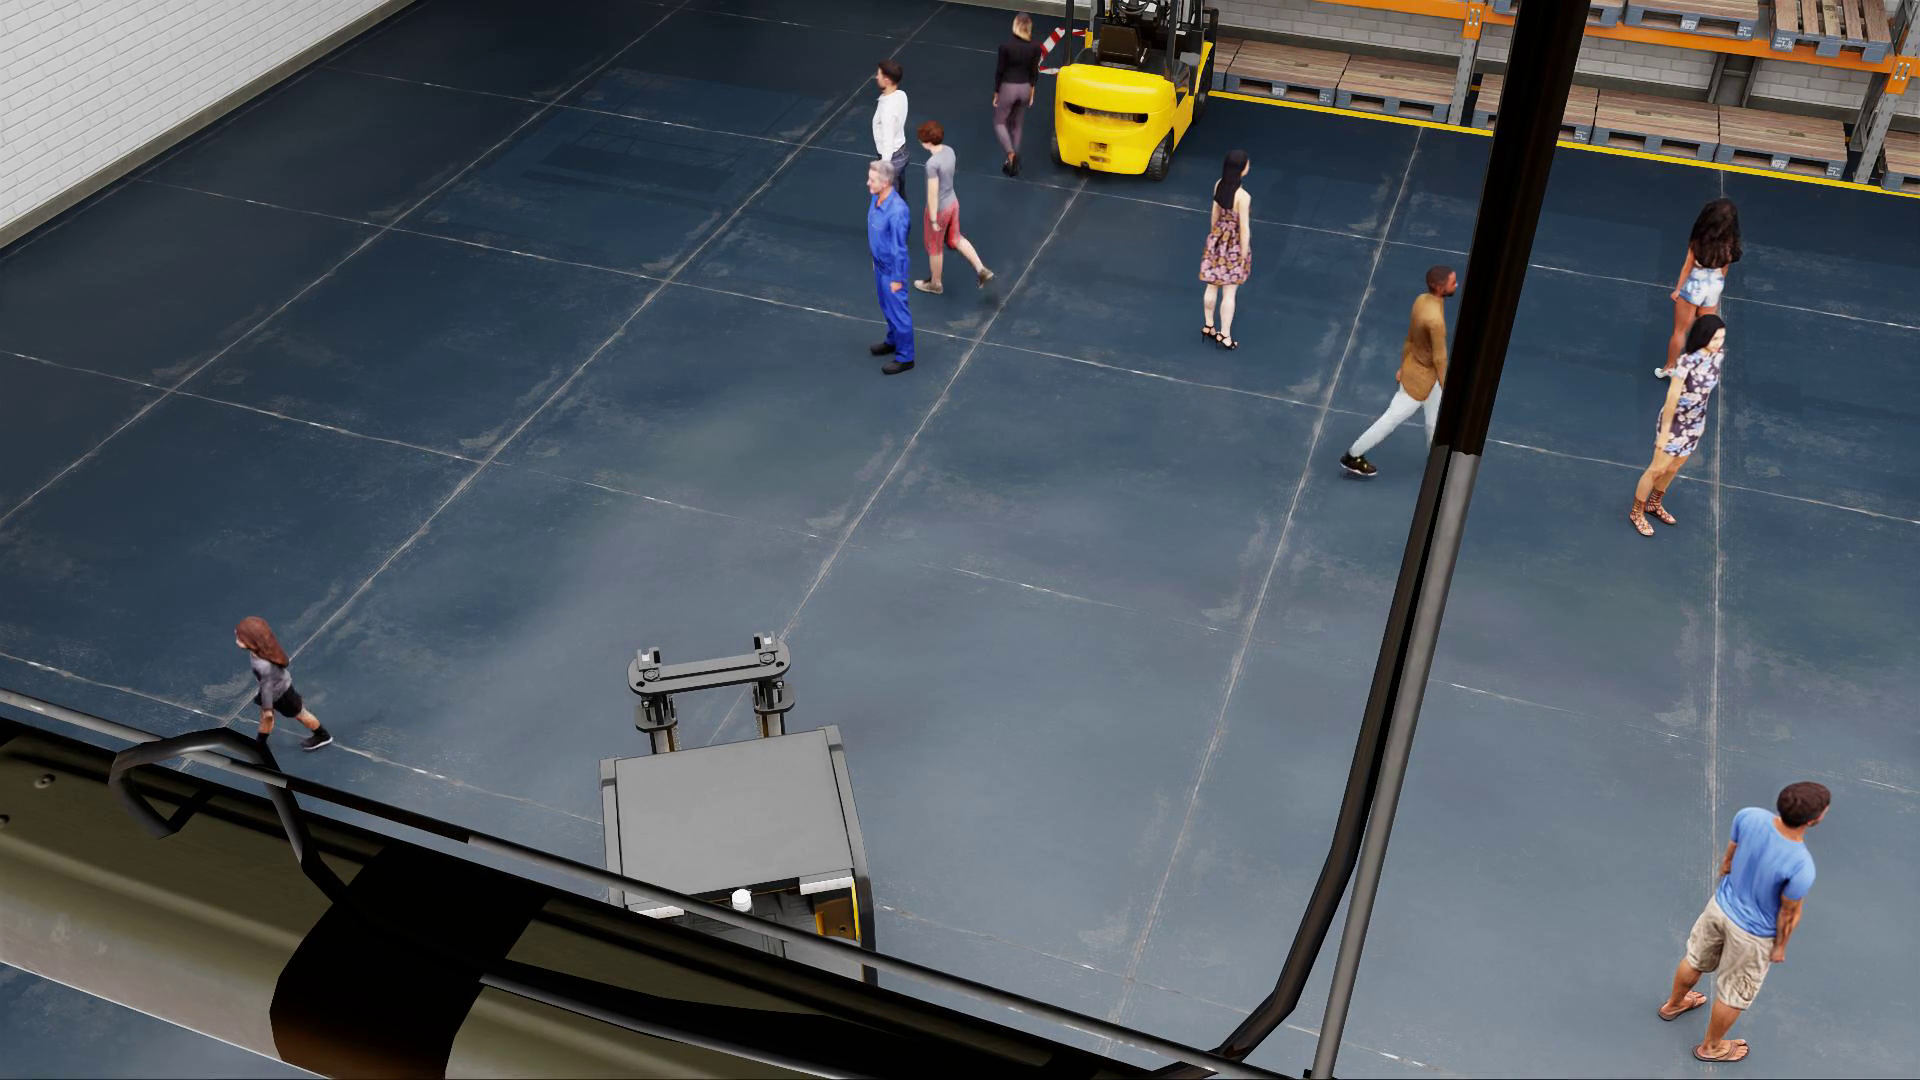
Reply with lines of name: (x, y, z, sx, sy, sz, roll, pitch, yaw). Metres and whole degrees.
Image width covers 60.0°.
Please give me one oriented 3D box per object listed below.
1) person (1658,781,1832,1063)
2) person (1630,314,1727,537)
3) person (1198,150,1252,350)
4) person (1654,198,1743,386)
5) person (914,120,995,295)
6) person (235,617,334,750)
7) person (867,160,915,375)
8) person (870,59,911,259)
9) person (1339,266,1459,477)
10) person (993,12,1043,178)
person: (3.934, 1.882, 8.323, 0.767, 1.863, 0.727, -13, 40, -16)
person: (5.128, -0.829, 11.822, 0.675, 1.733, 0.711, -20, 43, -23)
person: (2.212, -2.397, 13.752, 0.865, 1.774, 0.796, -21, 43, -24)
person: (5.937, -1.985, 13.355, 0.623, 1.626, 0.711, -4, 39, -5)
person: (-0.095, -2.850, 14.430, 1.012, 1.636, 0.718, 24, 45, 27)
person: (-4.133, 0.889, 10.198, 0.808, 1.075, 0.762, -17, 42, -21)
person: (-0.550, -2.239, 13.514, 0.820, 1.824, 0.780, -14, 41, -17)
person: (-0.600, -3.420, 14.958, 0.602, 1.868, 0.630, 9, 40, 12)
person: (3.279, -1.170, 12.219, 1.279, 1.770, 0.818, 4, 39, 5)
person: (0.565, -4.263, 16.186, 0.859, 1.652, 0.908, -13, 40, -16)
